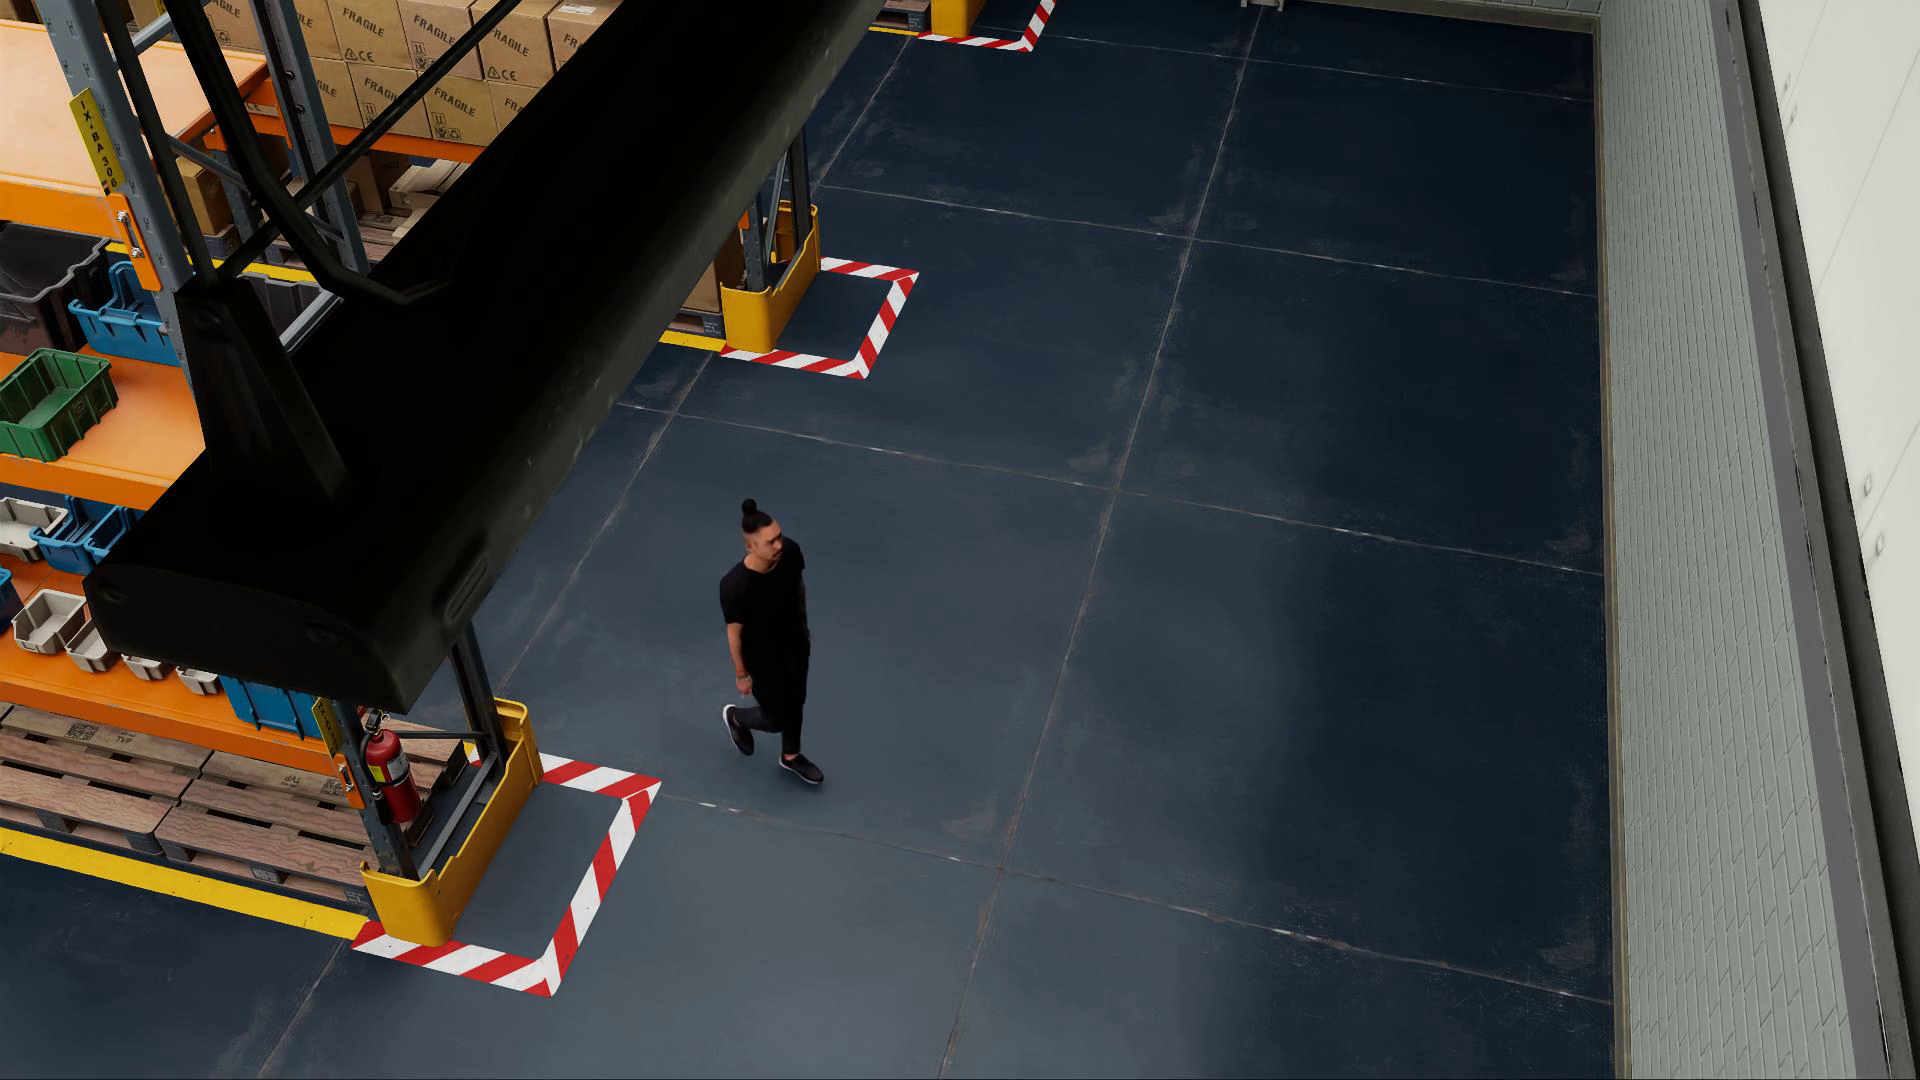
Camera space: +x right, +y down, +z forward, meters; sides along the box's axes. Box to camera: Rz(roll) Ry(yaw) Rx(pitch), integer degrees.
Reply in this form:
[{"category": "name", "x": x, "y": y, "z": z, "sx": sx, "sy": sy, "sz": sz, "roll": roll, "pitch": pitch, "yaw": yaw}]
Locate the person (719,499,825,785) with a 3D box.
[{"category": "person", "x": -0.999, "y": 0.495, "z": 8.290, "sx": 0.959, "sy": 1.856, "sz": 0.858, "roll": 27, "pitch": 50, "yaw": 26}]
